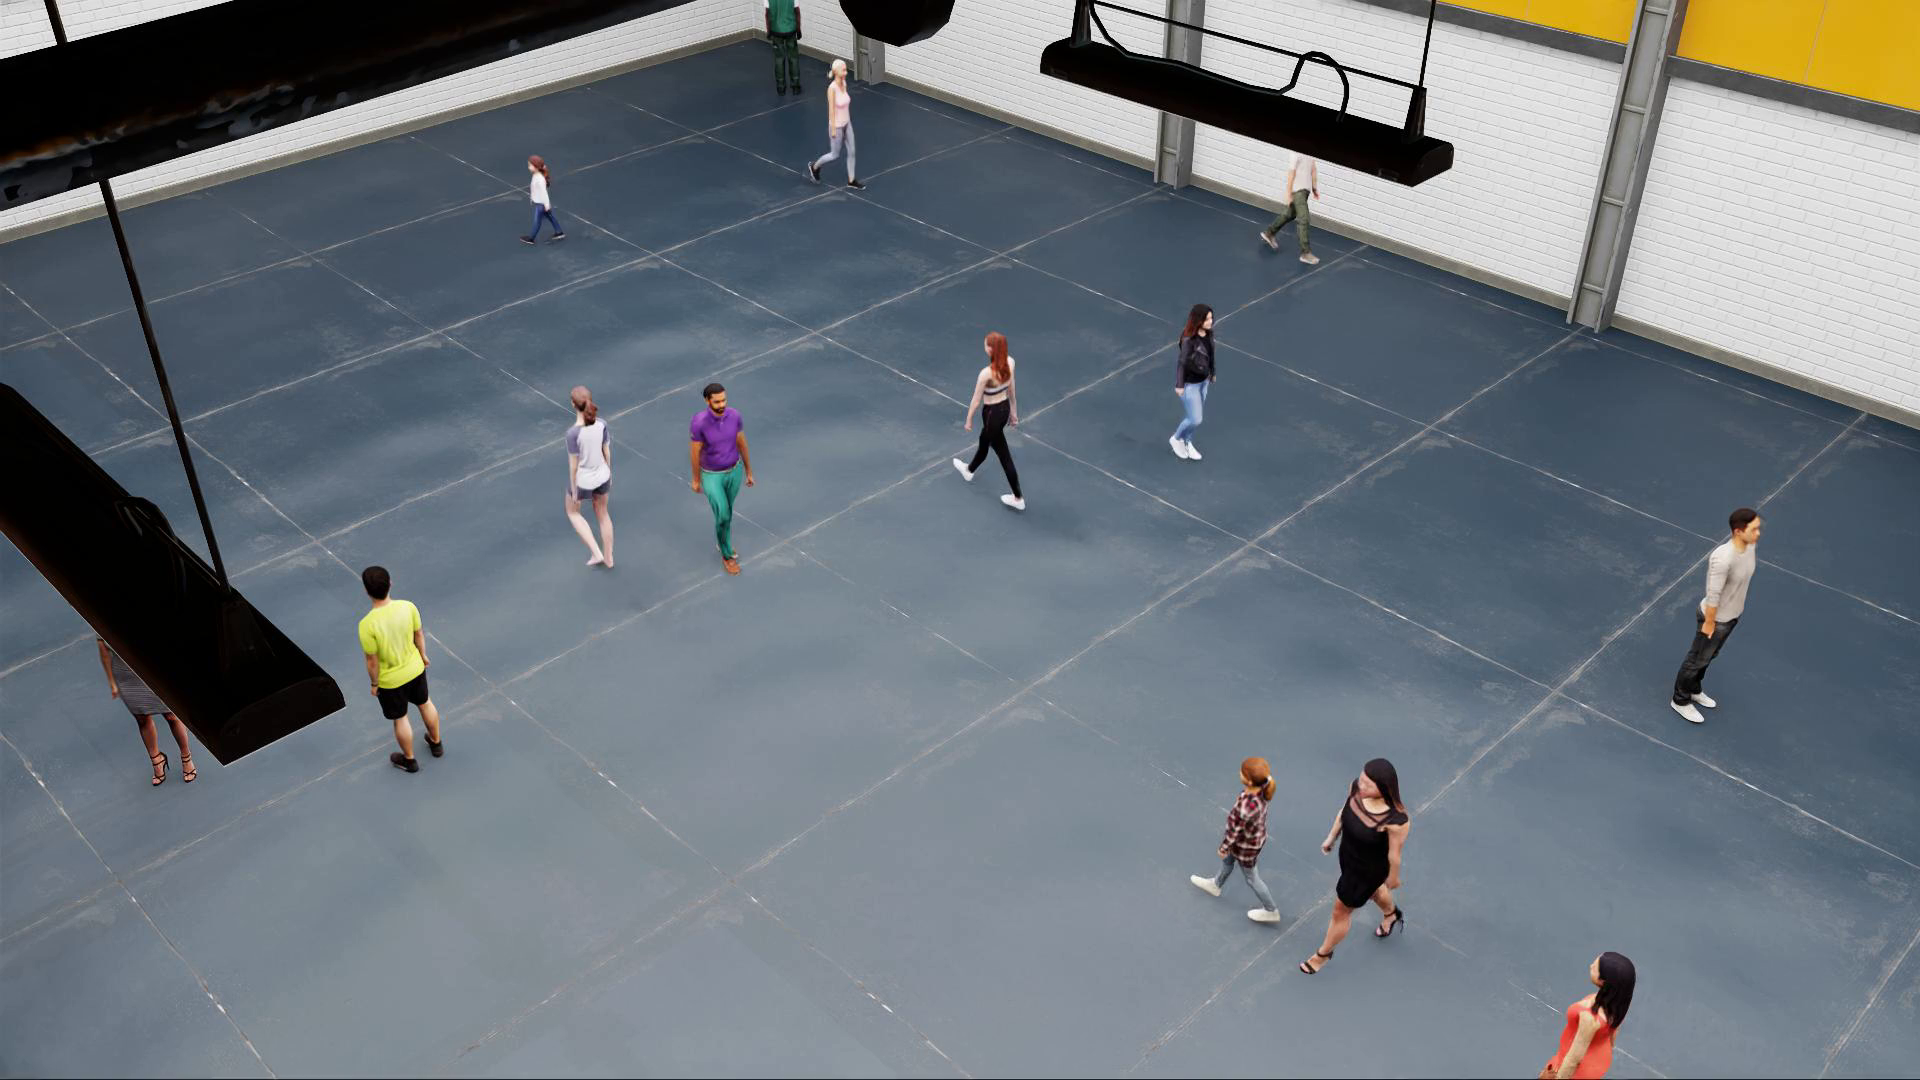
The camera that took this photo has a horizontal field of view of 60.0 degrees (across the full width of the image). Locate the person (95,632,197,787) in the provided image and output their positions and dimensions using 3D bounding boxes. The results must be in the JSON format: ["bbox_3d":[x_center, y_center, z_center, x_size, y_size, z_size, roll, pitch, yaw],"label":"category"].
[{"bbox_3d":[-5.848,0.999,11.917,0.679,1.822,0.718,-4,34,-6],"label":"person"}]

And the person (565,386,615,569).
[{"bbox_3d":[-3.108,-0.471,14.193,0.581,1.751,0.615,-28,43,-35],"label":"person"}]

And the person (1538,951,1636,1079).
[{"bbox_3d":[3.473,2.951,9.108,1.088,1.681,0.594,28,43,35],"label":"person"}]

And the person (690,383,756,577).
[{"bbox_3d":[-2.111,-0.611,14.399,0.738,1.755,0.869,-21,39,-29],"label":"person"}]

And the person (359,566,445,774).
[{"bbox_3d":[-4.088,0.934,12.118,0.510,1.707,0.626,27,42,34],"label":"person"}]

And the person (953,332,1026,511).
[{"bbox_3d":[0.399,-1.038,15.093,1.138,1.698,0.629,27,42,35],"label":"person"}]

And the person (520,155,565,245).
[{"bbox_3d":[-5.068,-4.167,20.357,0.688,1.082,0.774,-15,36,-21],"label":"person"}]

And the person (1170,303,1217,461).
[{"bbox_3d":[2.173,-1.517,15.881,0.612,1.624,0.674,25,41,33],"label":"person"}]

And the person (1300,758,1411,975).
[{"bbox_3d":[2.633,2.019,10.516,1.000,1.675,1.094,-11,35,-16],"label":"person"}]

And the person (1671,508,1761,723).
[{"bbox_3d":[5.743,0.539,12.618,0.640,1.812,0.531,-28,43,-35],"label":"person"}]

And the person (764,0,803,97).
[{"bbox_3d":[-2.624,-7.571,24.797,0.779,1.838,0.810,-4,34,-6],"label":"person"}]

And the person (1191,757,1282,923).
[{"bbox_3d":[1.937,1.995,10.909,0.953,1.279,0.703,17,37,23],"label":"person"}]

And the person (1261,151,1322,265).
[{"bbox_3d":[3.982,-4.164,19.865,1.120,1.622,0.618,26,41,33],"label":"person"}]

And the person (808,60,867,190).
[{"bbox_3d":[-1.640,-5.407,21.663,1.072,1.702,0.739,17,37,23],"label":"person"}]
